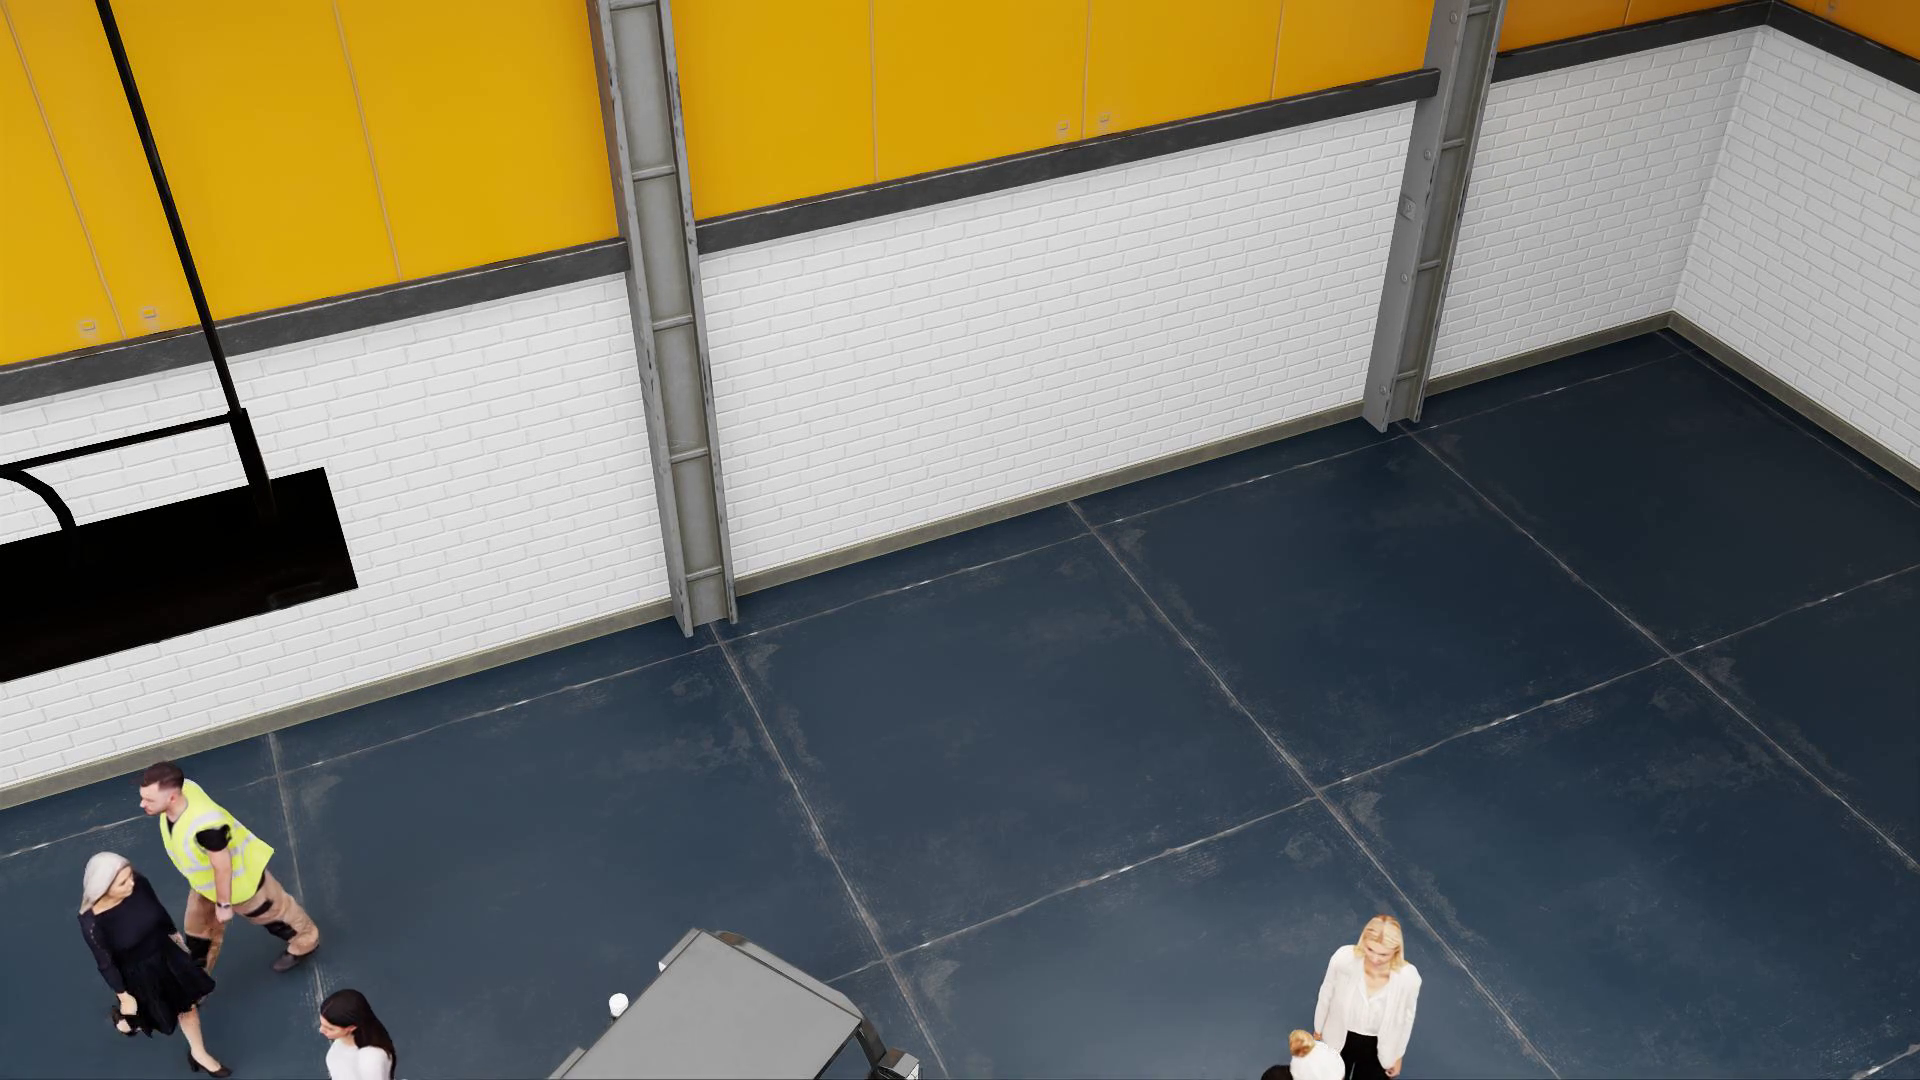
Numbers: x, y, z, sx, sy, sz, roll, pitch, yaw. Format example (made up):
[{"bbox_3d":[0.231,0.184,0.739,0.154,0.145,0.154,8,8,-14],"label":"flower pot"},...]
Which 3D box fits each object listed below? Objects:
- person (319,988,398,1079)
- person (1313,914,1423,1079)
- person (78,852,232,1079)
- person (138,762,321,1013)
[{"bbox_3d":[-2.650,2.683,7.867,0.976,1.792,0.684,-22,43,-25],"label":"person"},{"bbox_3d":[1.943,2.450,8.104,0.668,1.860,0.733,12,40,15],"label":"person"},{"bbox_3d":[-4.229,2.203,8.519,1.003,1.727,0.929,10,40,12],"label":"person"},{"bbox_3d":[-3.914,1.782,9.003,1.039,1.782,1.283,29,47,31],"label":"person"}]
